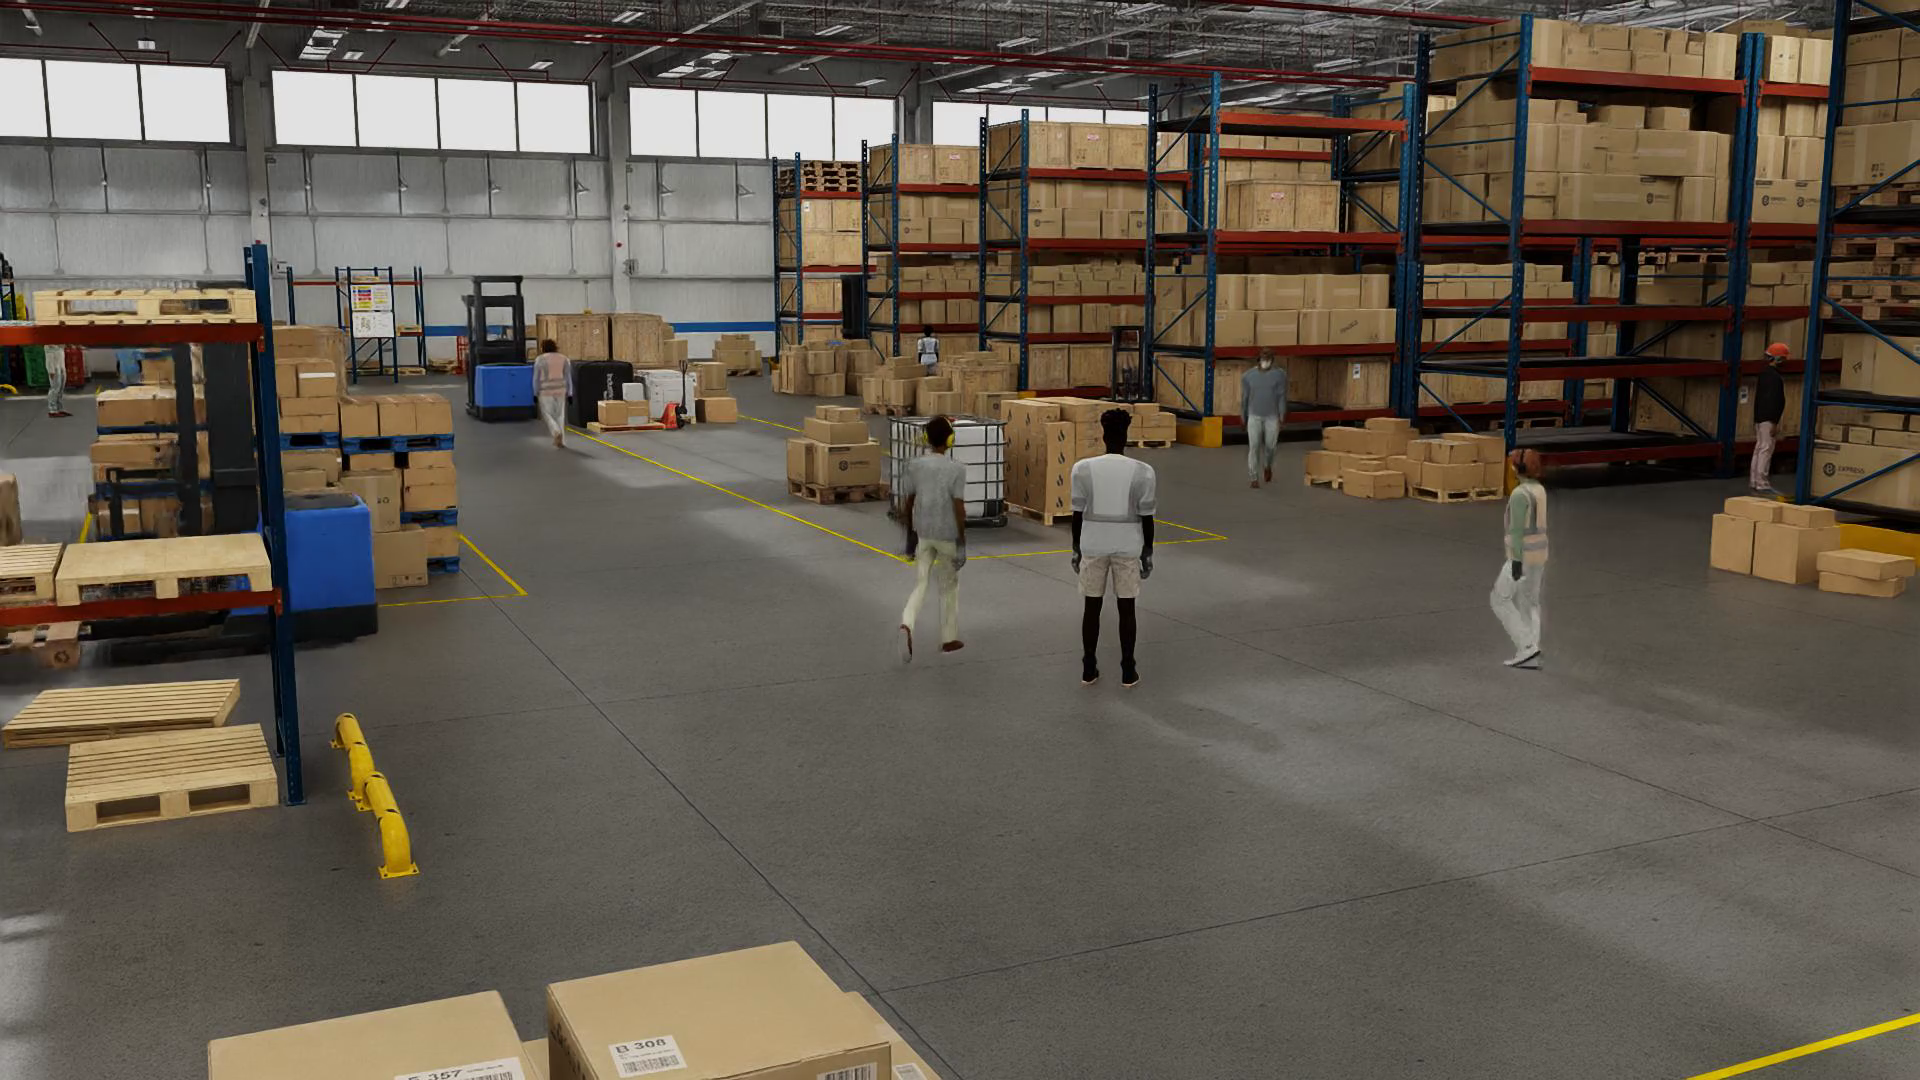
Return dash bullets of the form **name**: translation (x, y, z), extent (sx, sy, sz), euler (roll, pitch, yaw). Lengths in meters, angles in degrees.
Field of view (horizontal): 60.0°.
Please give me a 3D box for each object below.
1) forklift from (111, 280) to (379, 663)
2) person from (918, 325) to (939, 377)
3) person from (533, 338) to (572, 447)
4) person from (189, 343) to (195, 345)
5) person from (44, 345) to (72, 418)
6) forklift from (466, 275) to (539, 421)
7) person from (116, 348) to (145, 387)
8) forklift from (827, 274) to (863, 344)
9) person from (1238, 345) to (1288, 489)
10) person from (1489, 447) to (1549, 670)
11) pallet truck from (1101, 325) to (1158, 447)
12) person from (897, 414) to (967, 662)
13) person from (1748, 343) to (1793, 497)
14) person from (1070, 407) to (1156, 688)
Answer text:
- **forklift**: translation (-5.583, -0.600, 12.810), extent (1.873, 2.768, 1.129), euler (-4, 10, -25)
- **person**: translation (-0.718, -4.000, 37.568), extent (0.540, 1.696, 0.316), euler (-5, 10, -26)
- **person**: translation (-6.672, -2.401, 27.278), extent (0.665, 1.820, 0.489), euler (-7, 12, -39)
- **person**: translation (-16.631, -3.873, 36.125), extent (0.722, 1.914, 0.546), euler (-9, 12, -43)
- **person**: translation (-17.989, -3.393, 33.107), extent (0.362, 1.929, 0.629), euler (-1, 9, -8)
- **forklift**: translation (-9.001, -3.783, 32.556), extent (1.129, 2.768, 1.873), euler (-4, 10, -25)
- **person**: translation (-17.144, -3.470, 34.362), extent (0.571, 1.659, 0.411), euler (2, 9, 12)
- **forklift**: translation (-2.807, -5.512, 43.287), extent (1.873, 2.768, 1.129), euler (-4, 10, -25)
- **person**: translation (4.046, -1.642, 22.242), extent (0.654, 1.921, 0.476), euler (1, 9, 9)
- **person**: translation (4.078, 0.141, 12.069), extent (0.373, 1.622, 0.546), euler (7, 11, 37)
- **pallet truck**: translation (2.881, -2.596, 27.923), extent (0.823, 1.965, 1.885), euler (-1, 9, -7)
- **person**: translation (-0.203, -0.011, 12.392), extent (0.523, 1.845, 0.818), euler (4, 10, 22)
- **person**: translation (10.482, -1.553, 21.507), extent (0.404, 1.985, 0.602), euler (2, 9, 11)
- **person**: translation (1.063, 0.057, 11.604), extent (0.599, 1.959, 0.377), euler (1, 9, 9)
